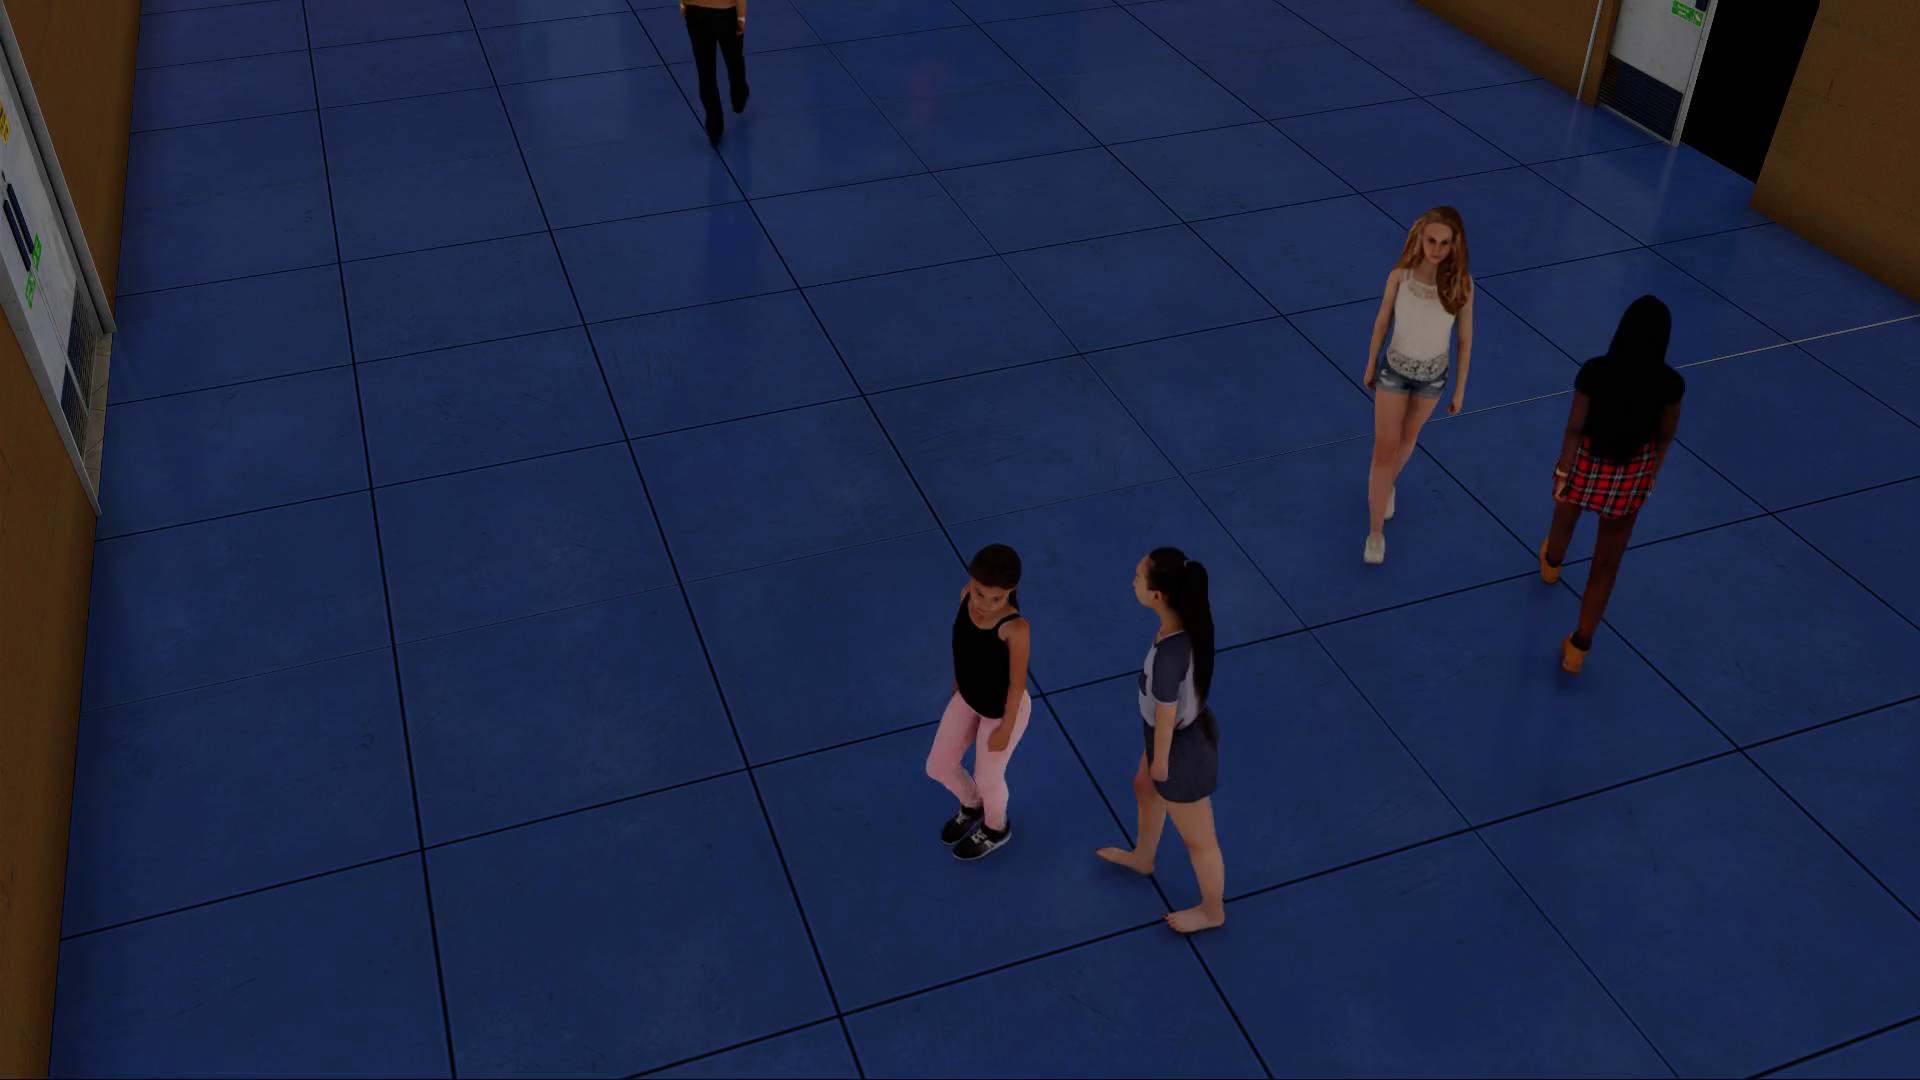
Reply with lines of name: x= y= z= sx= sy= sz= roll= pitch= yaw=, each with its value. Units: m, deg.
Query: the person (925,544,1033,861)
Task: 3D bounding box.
person: x=0.160 y=0.594 z=6.188 sx=0.652 sy=1.543 sz=0.621 roll=-23 pitch=43 yaw=-27

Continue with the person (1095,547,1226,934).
person: x=0.854 y=0.747 z=5.922 sx=0.888 sy=1.618 sz=0.802 roll=7 pitch=37 yaw=9

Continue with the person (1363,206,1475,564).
person: x=2.147 y=-0.810 z=7.901 sx=1.054 sy=1.731 sz=0.989 roll=6 pitch=37 yaw=8

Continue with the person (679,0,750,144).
person: x=-1.747 y=-3.649 z=11.694 sx=1.096 sy=1.719 sz=0.948 roll=-1 pitch=37 yaw=-2

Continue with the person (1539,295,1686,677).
person: x=2.762 y=-0.187 z=7.117 sx=1.177 sy=1.677 sz=1.119 roll=10 pitch=38 yaw=13
